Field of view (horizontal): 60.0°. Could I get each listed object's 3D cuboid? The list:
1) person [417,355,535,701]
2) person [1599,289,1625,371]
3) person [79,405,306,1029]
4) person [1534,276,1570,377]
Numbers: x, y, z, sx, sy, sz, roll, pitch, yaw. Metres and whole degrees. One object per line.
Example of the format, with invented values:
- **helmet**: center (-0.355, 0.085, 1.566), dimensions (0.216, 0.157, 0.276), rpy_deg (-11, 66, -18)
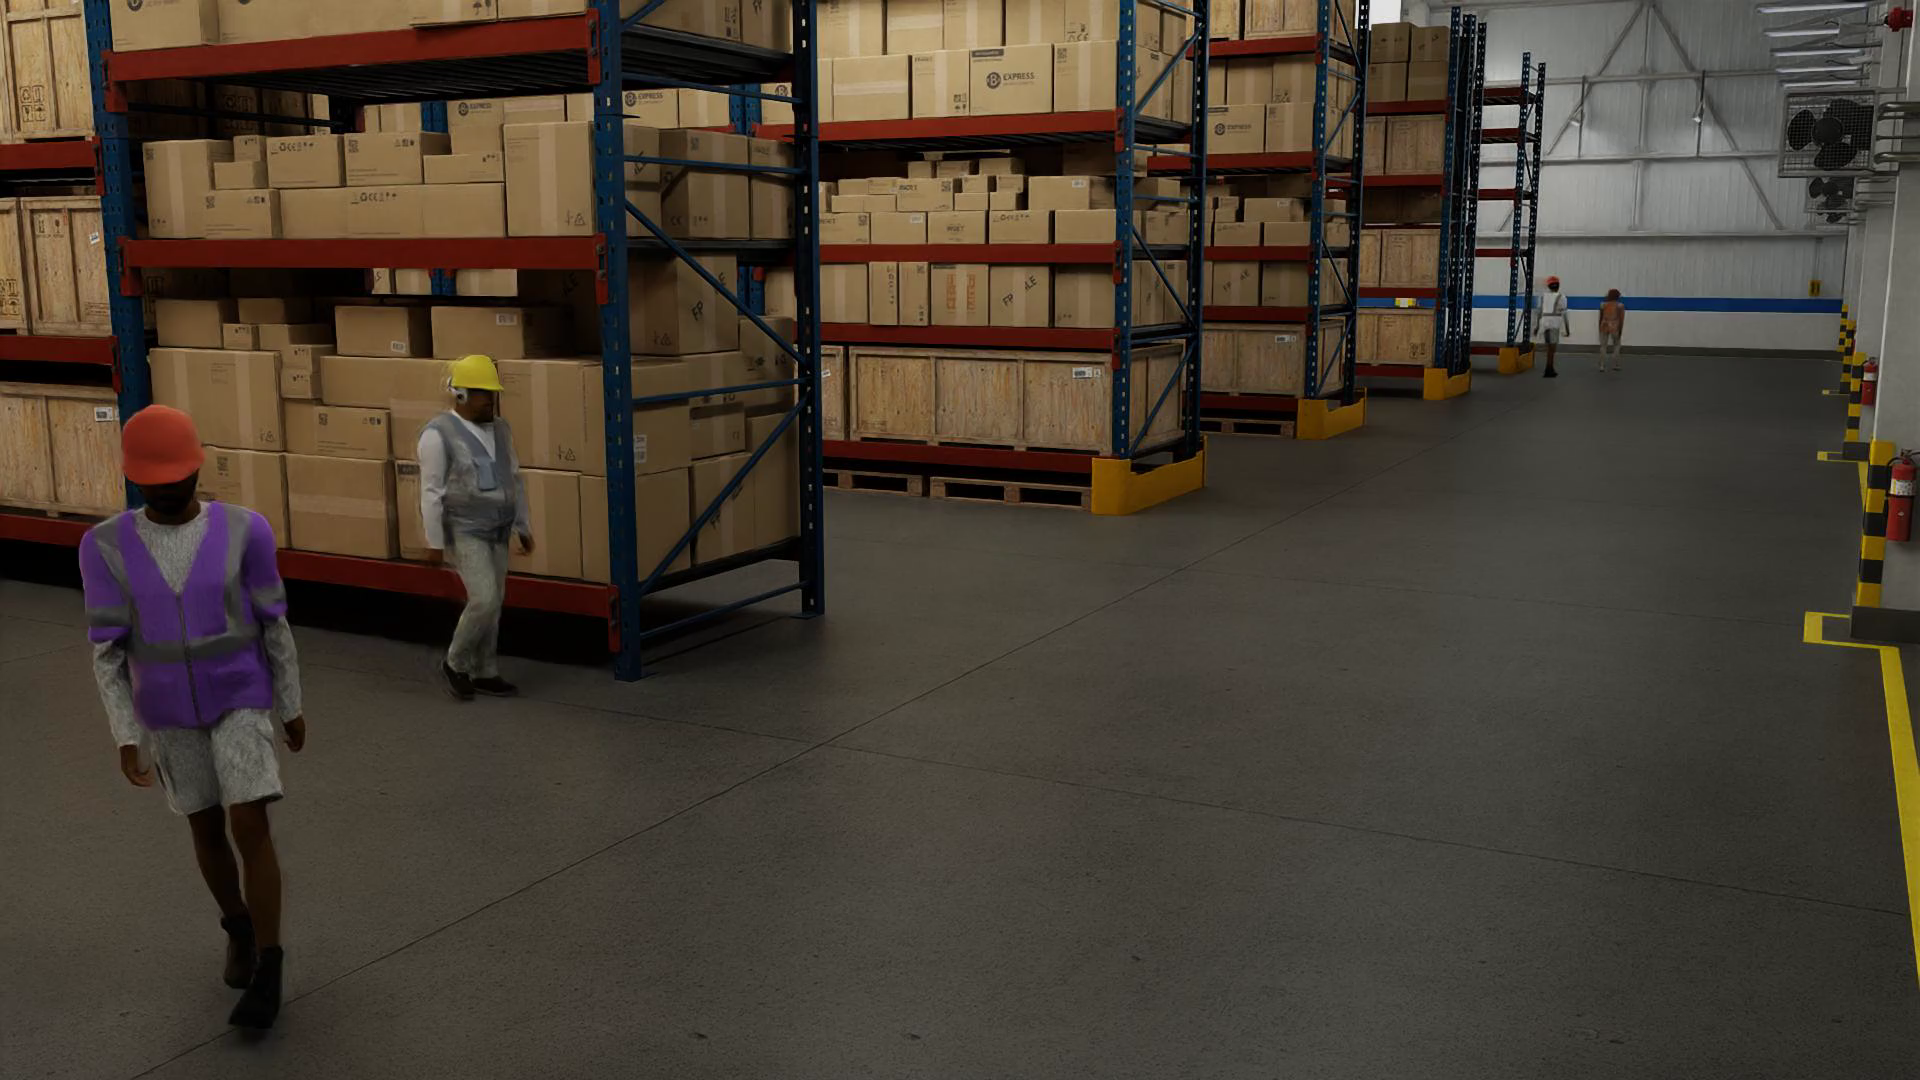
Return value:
- **person**: center (-2.488, -0.052, 8.628), dimensions (0.443, 1.809, 0.593), rpy_deg (4, 11, 23)
- **person**: center (12.888, -4.142, 32.878), dimensions (0.533, 1.611, 0.711), rpy_deg (9, 13, 41)
- **person**: center (-2.310, 0.534, 5.039), dimensions (0.580, 1.889, 0.814), rpy_deg (-3, 10, -17)
- **person**: center (11.184, -4.012, 31.313), dimensions (0.699, 1.893, 0.633), rpy_deg (-8, 13, -38)
